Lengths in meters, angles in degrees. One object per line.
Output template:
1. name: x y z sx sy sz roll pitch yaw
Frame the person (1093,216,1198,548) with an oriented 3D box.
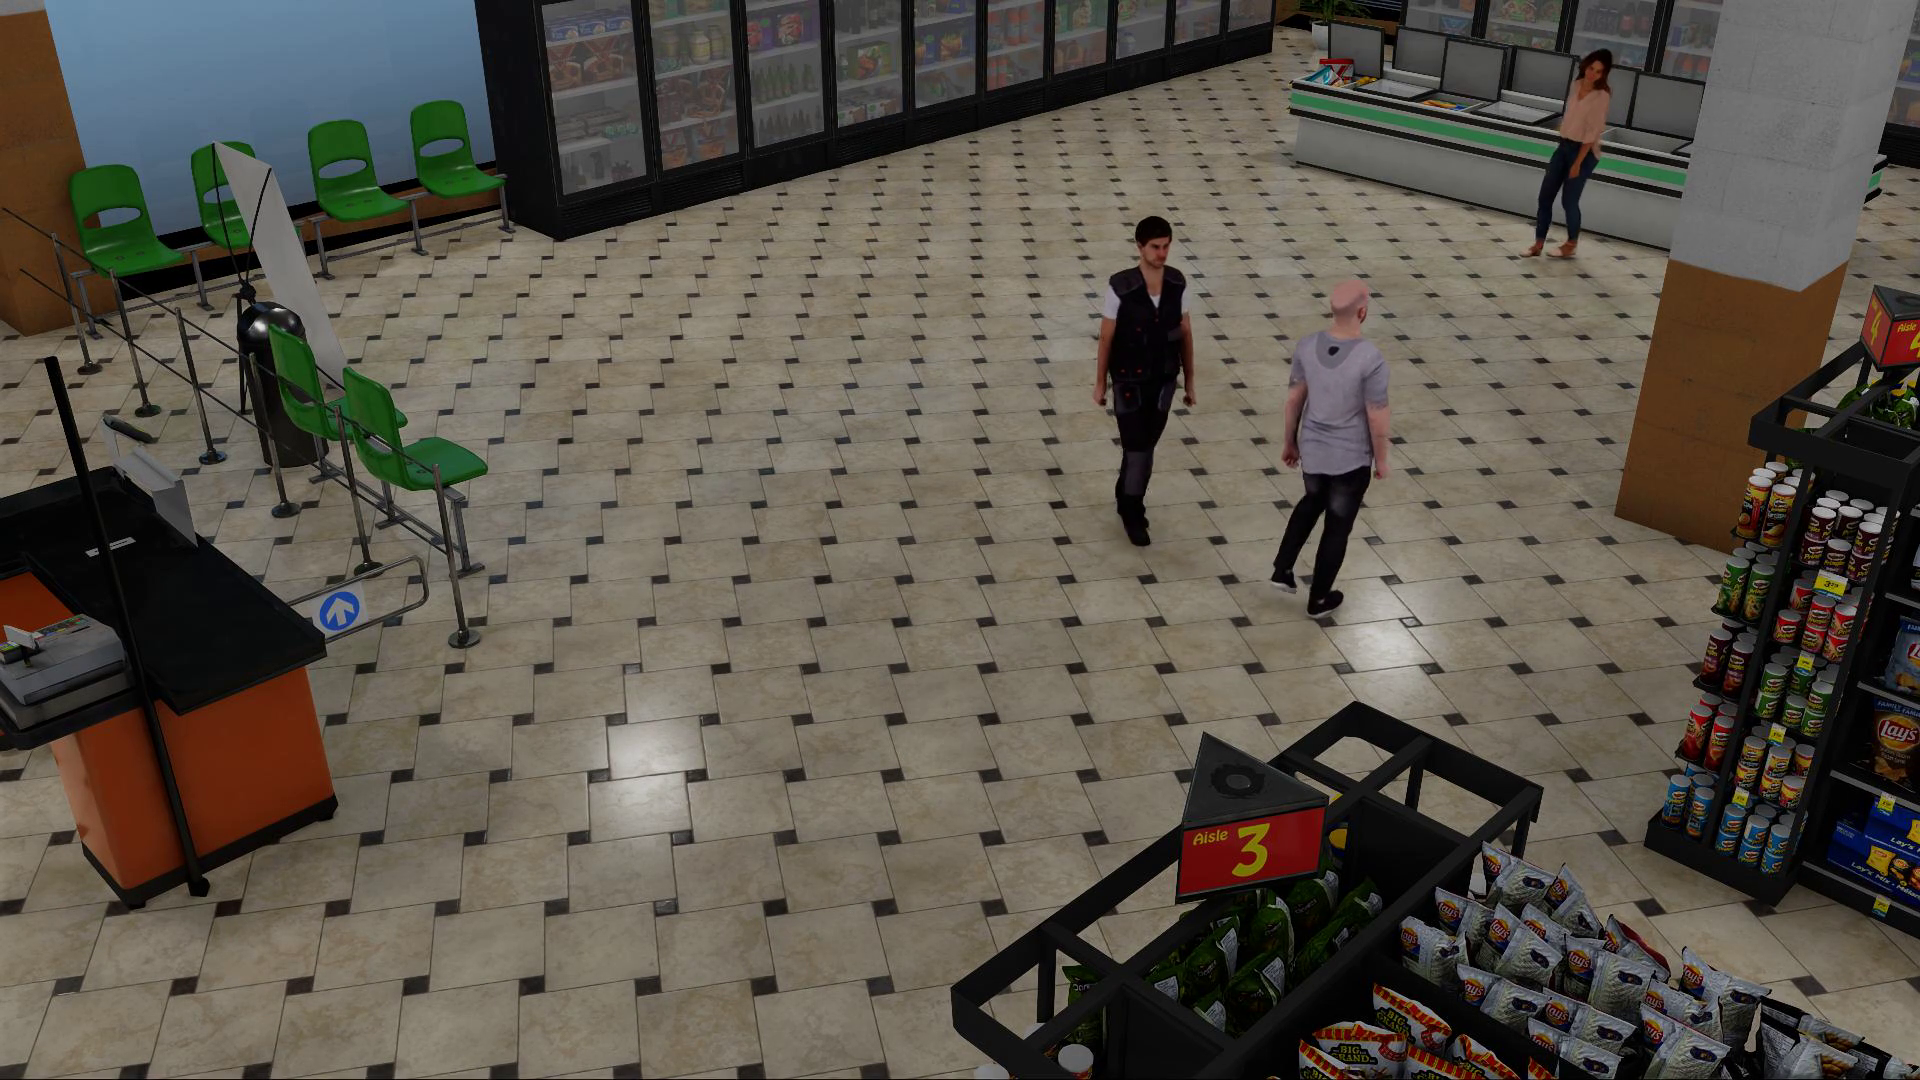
1. person: 0.971 -0.918 9.208 0.828 1.836 0.886 -11 31 -20

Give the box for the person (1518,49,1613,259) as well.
1. person: 4.918 -3.034 13.197 0.885 1.728 0.845 -5 29 -9

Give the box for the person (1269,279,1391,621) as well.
1. person: 1.817 -0.402 8.276 0.729 1.823 0.620 -25 37 -38
